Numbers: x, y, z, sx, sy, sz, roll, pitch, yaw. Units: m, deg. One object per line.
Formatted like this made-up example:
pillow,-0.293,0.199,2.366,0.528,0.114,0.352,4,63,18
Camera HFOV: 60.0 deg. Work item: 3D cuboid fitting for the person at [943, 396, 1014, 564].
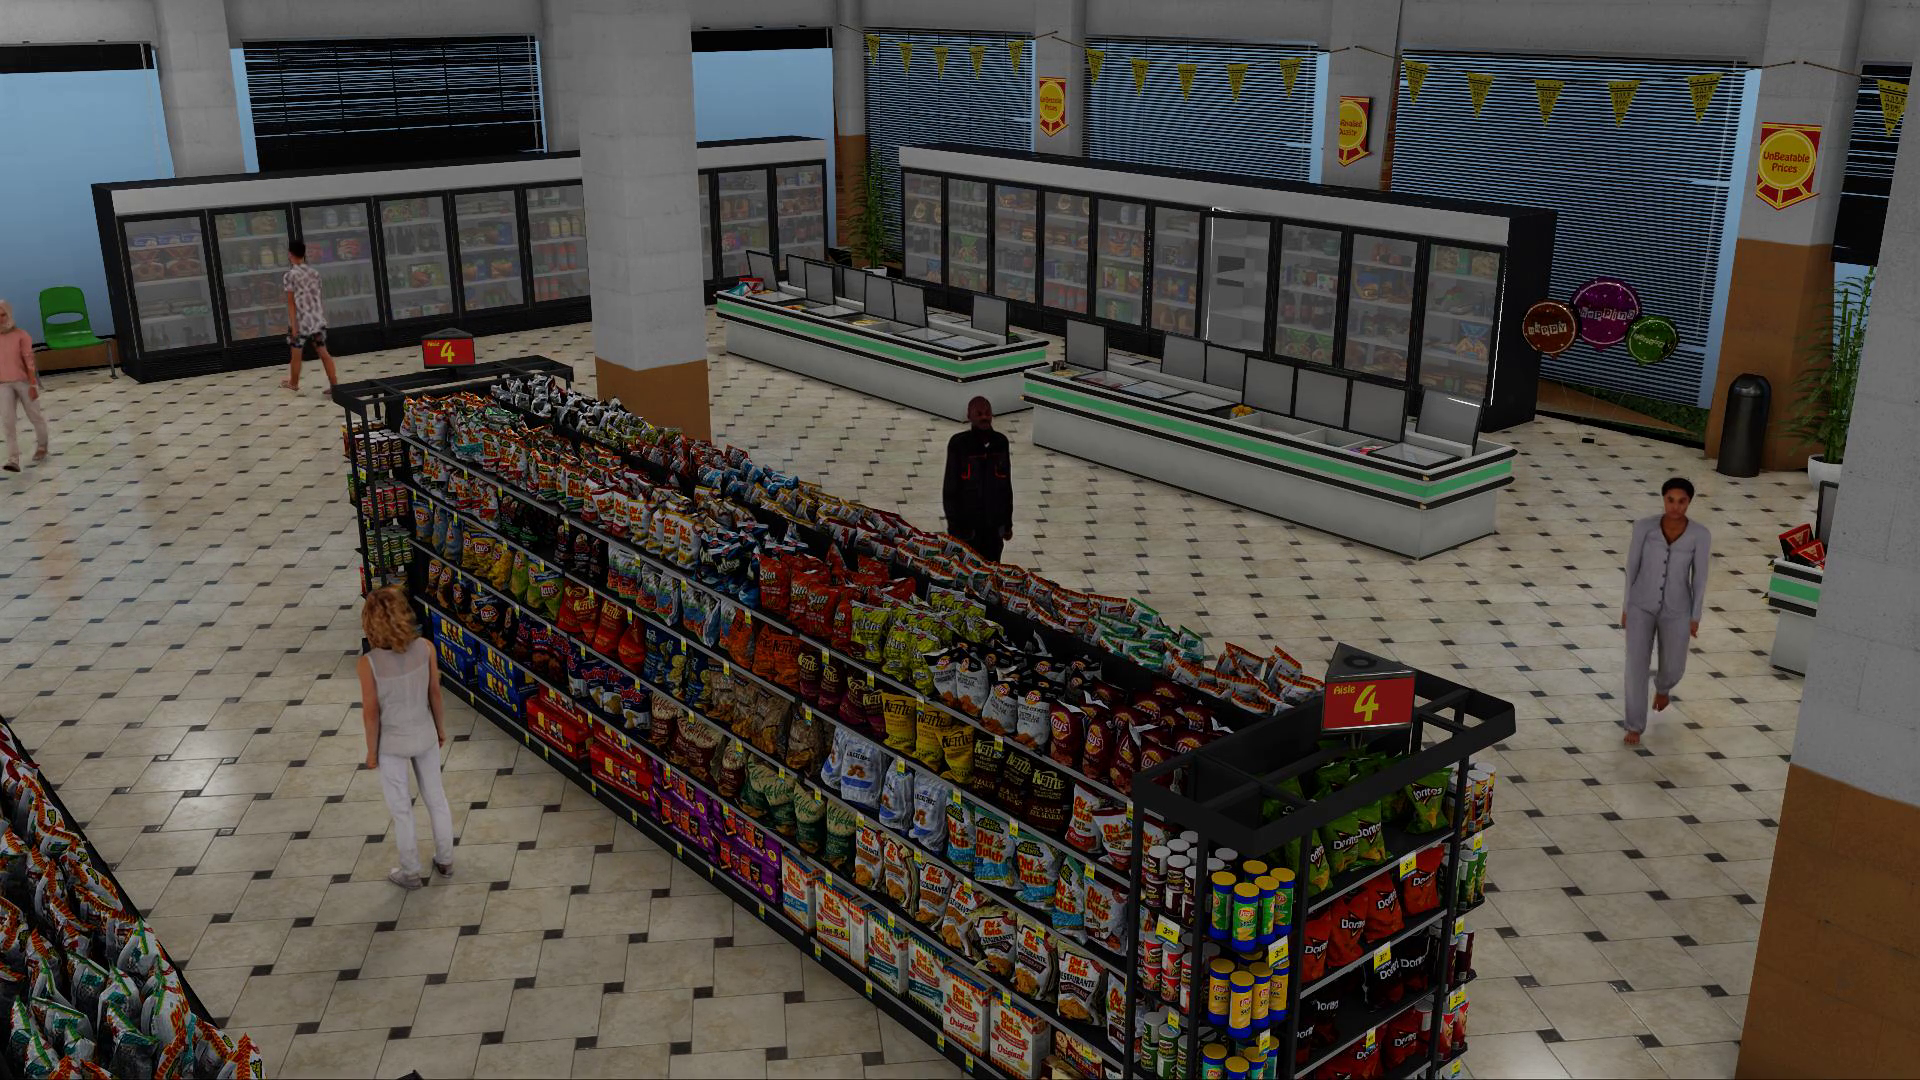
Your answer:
person,0.129,-0.167,12.119,0.762,1.826,0.703,-8,20,-22

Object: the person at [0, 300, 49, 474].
person,-9.261,-1.528,16.408,0.993,1.664,1.197,-2,19,-7

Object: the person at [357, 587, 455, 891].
person,-2.919,1.044,8.766,0.578,1.672,0.532,-16,24,-39

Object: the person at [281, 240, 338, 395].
person,-7.449,-2.502,19.128,1.223,1.772,0.905,12,22,32

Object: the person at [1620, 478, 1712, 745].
person,4.445,0.418,10.556,0.944,1.716,0.901,9,21,25
